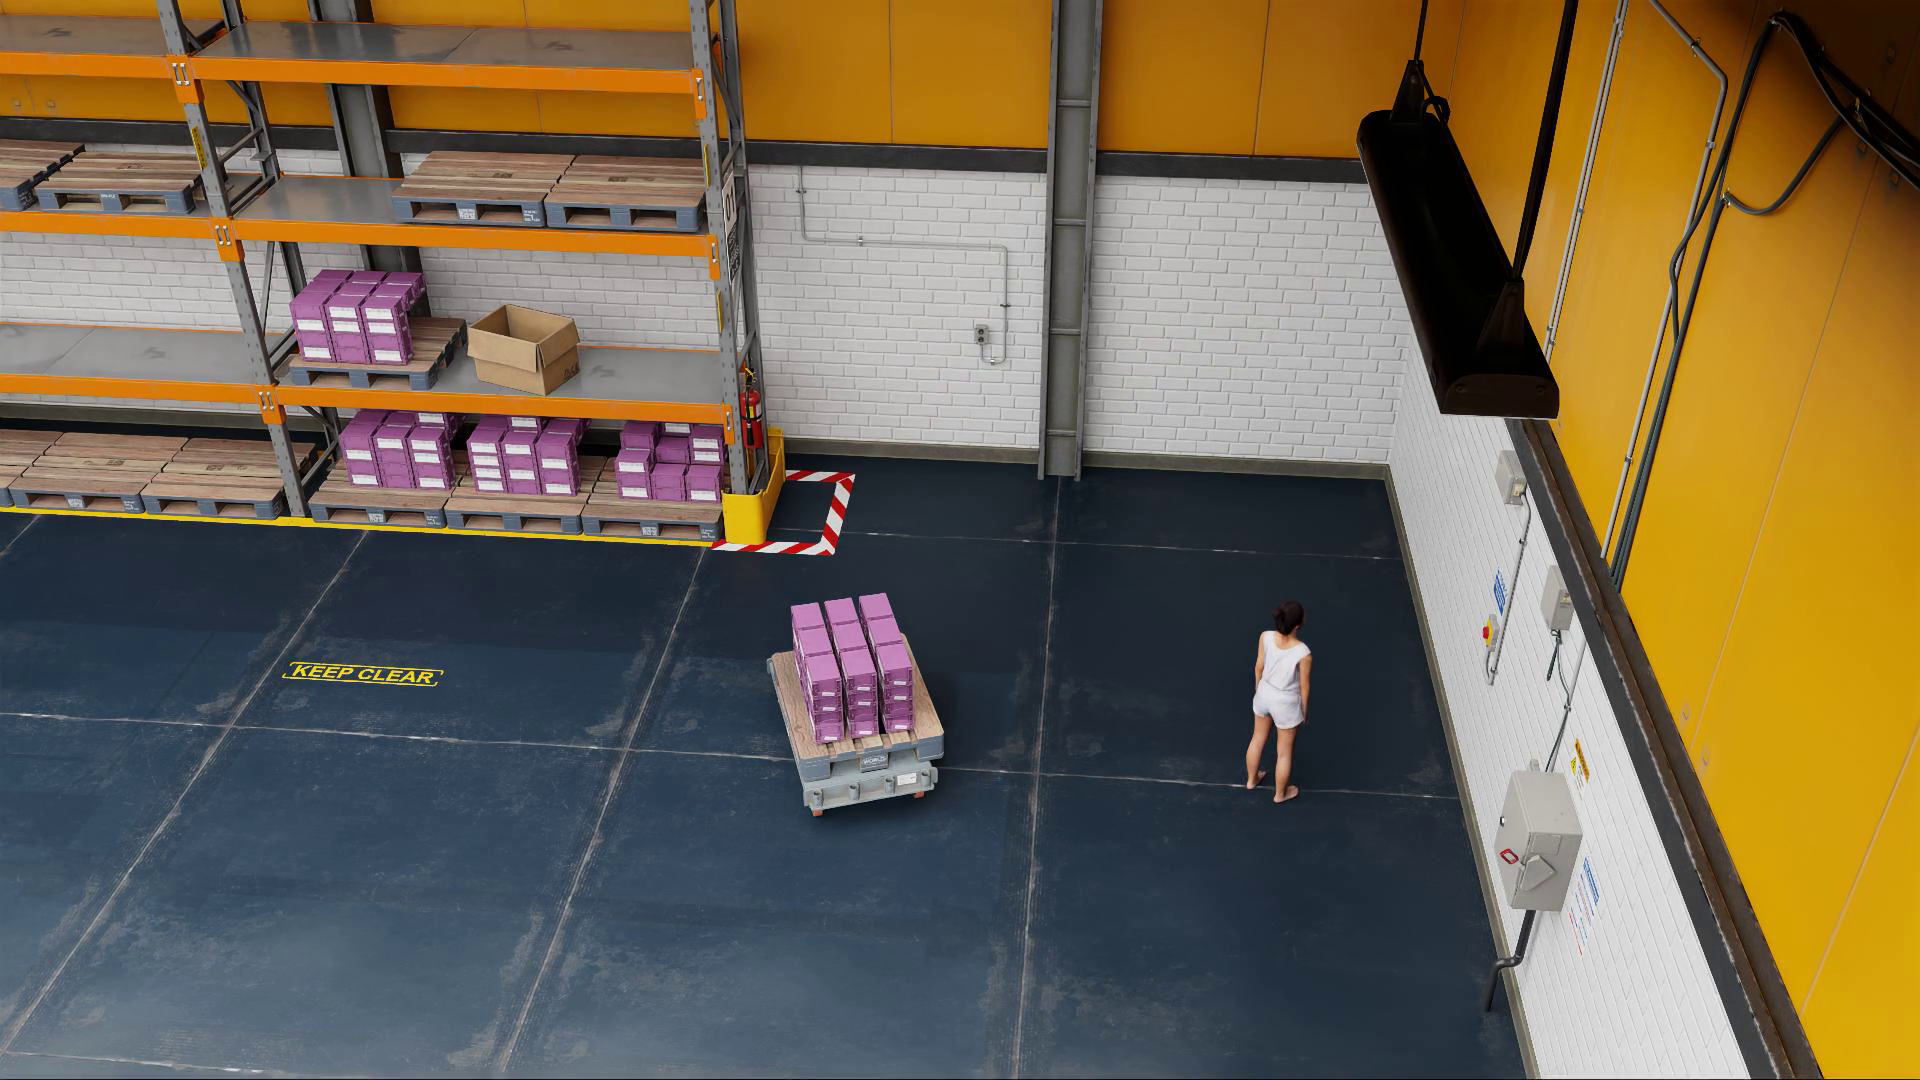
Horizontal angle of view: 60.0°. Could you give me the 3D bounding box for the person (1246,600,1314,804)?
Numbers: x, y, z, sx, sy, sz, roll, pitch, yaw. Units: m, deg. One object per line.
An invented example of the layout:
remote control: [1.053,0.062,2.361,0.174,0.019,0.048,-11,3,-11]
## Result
person: [2.174,1.089,11.337,0.625,1.607,0.709,26,42,33]
